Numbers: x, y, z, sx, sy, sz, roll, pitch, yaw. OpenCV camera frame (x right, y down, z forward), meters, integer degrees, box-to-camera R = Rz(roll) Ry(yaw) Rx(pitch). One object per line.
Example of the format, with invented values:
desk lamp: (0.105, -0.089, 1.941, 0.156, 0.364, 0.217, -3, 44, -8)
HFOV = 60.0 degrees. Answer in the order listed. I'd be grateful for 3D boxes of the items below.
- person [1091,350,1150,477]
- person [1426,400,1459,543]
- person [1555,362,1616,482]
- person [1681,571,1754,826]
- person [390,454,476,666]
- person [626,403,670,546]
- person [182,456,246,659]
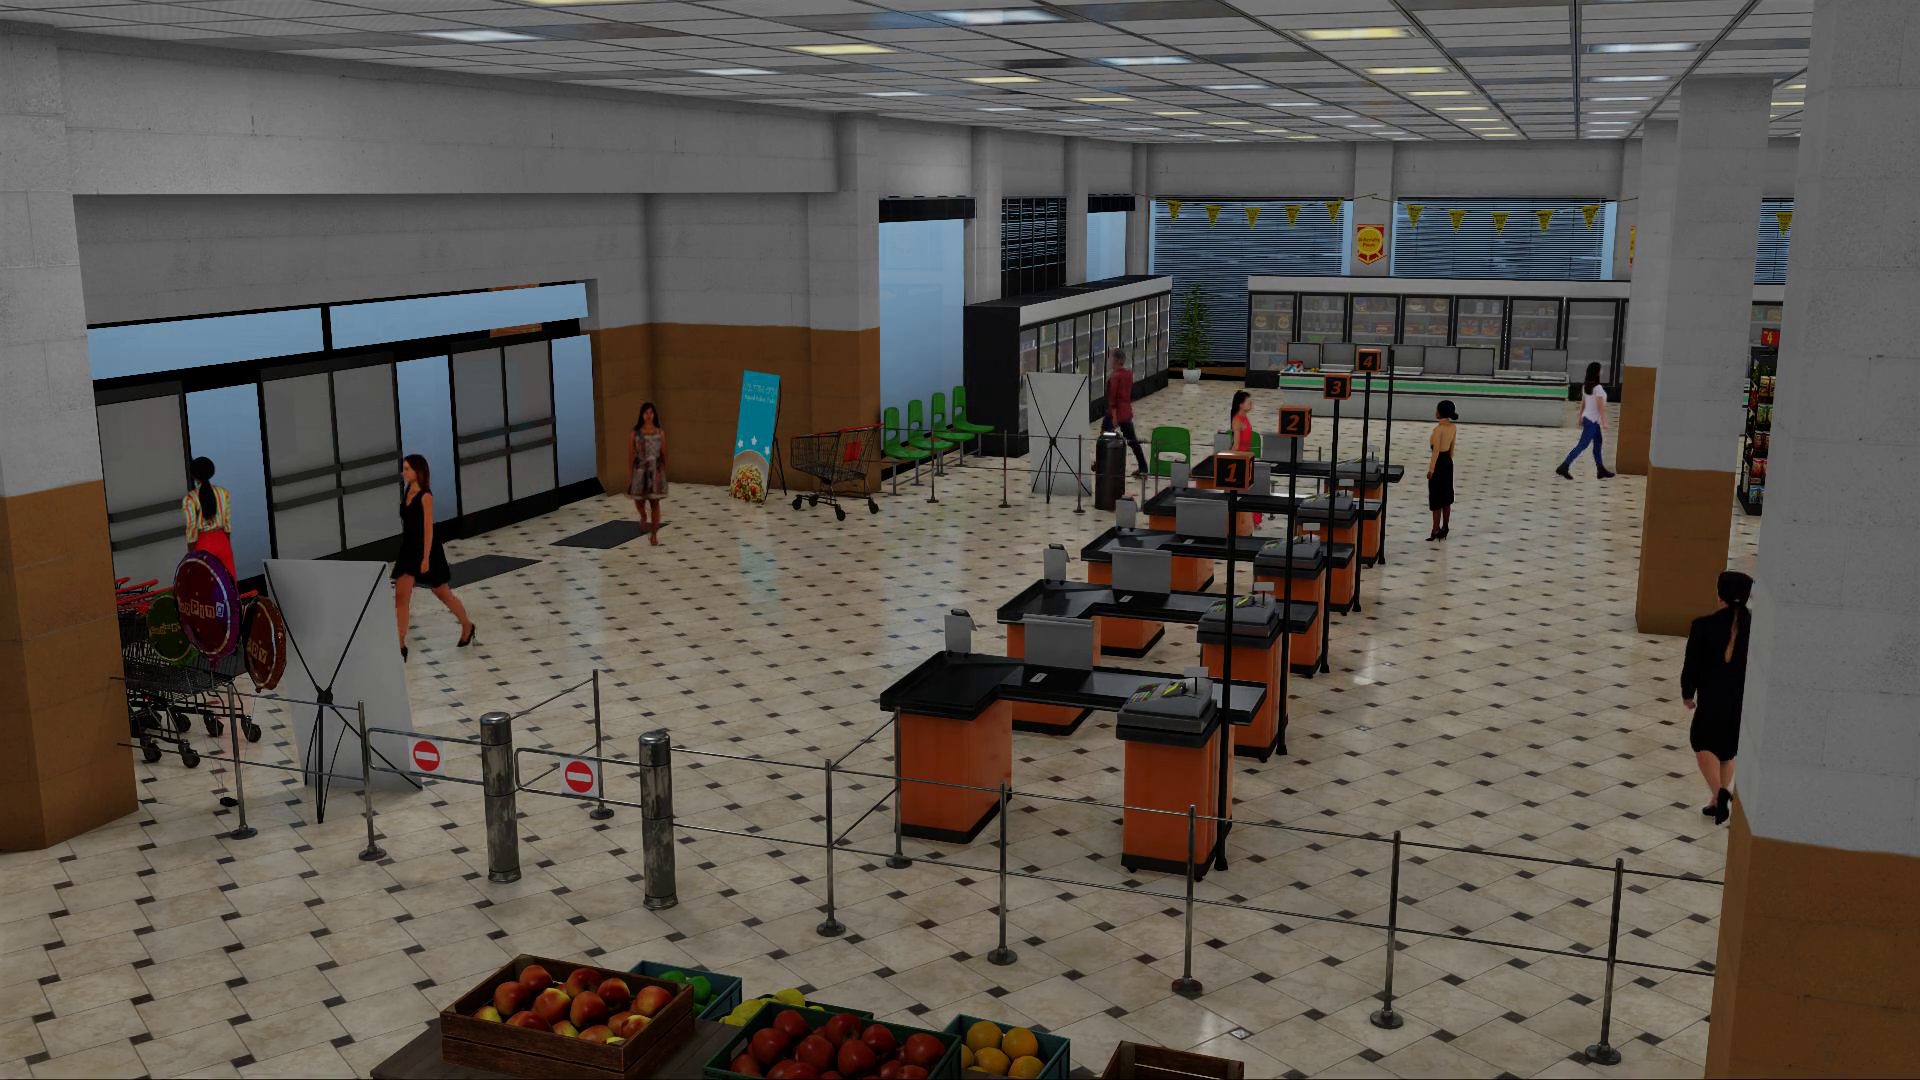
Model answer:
person: (2.339, -1.748, 23.523, 1.348, 1.781, 1.048, 11, 16, 43)
person: (5.603, -0.809, 19.377, 0.662, 1.653, 0.676, -10, 16, -40)
person: (8.702, -1.599, 23.145, 1.209, 1.646, 0.899, 0, 12, -2)
person: (4.857, 1.049, 10.531, 0.857, 1.661, 0.870, 1, 12, 7)
person: (-4.540, 0.184, 14.331, 1.132, 1.789, 0.893, 10, 15, 39)
person: (-3.619, -0.778, 19.274, 0.942, 1.634, 0.960, -3, 12, -14)
person: (-6.506, 0.155, 14.460, 0.627, 1.792, 0.659, 9, 15, 36)
